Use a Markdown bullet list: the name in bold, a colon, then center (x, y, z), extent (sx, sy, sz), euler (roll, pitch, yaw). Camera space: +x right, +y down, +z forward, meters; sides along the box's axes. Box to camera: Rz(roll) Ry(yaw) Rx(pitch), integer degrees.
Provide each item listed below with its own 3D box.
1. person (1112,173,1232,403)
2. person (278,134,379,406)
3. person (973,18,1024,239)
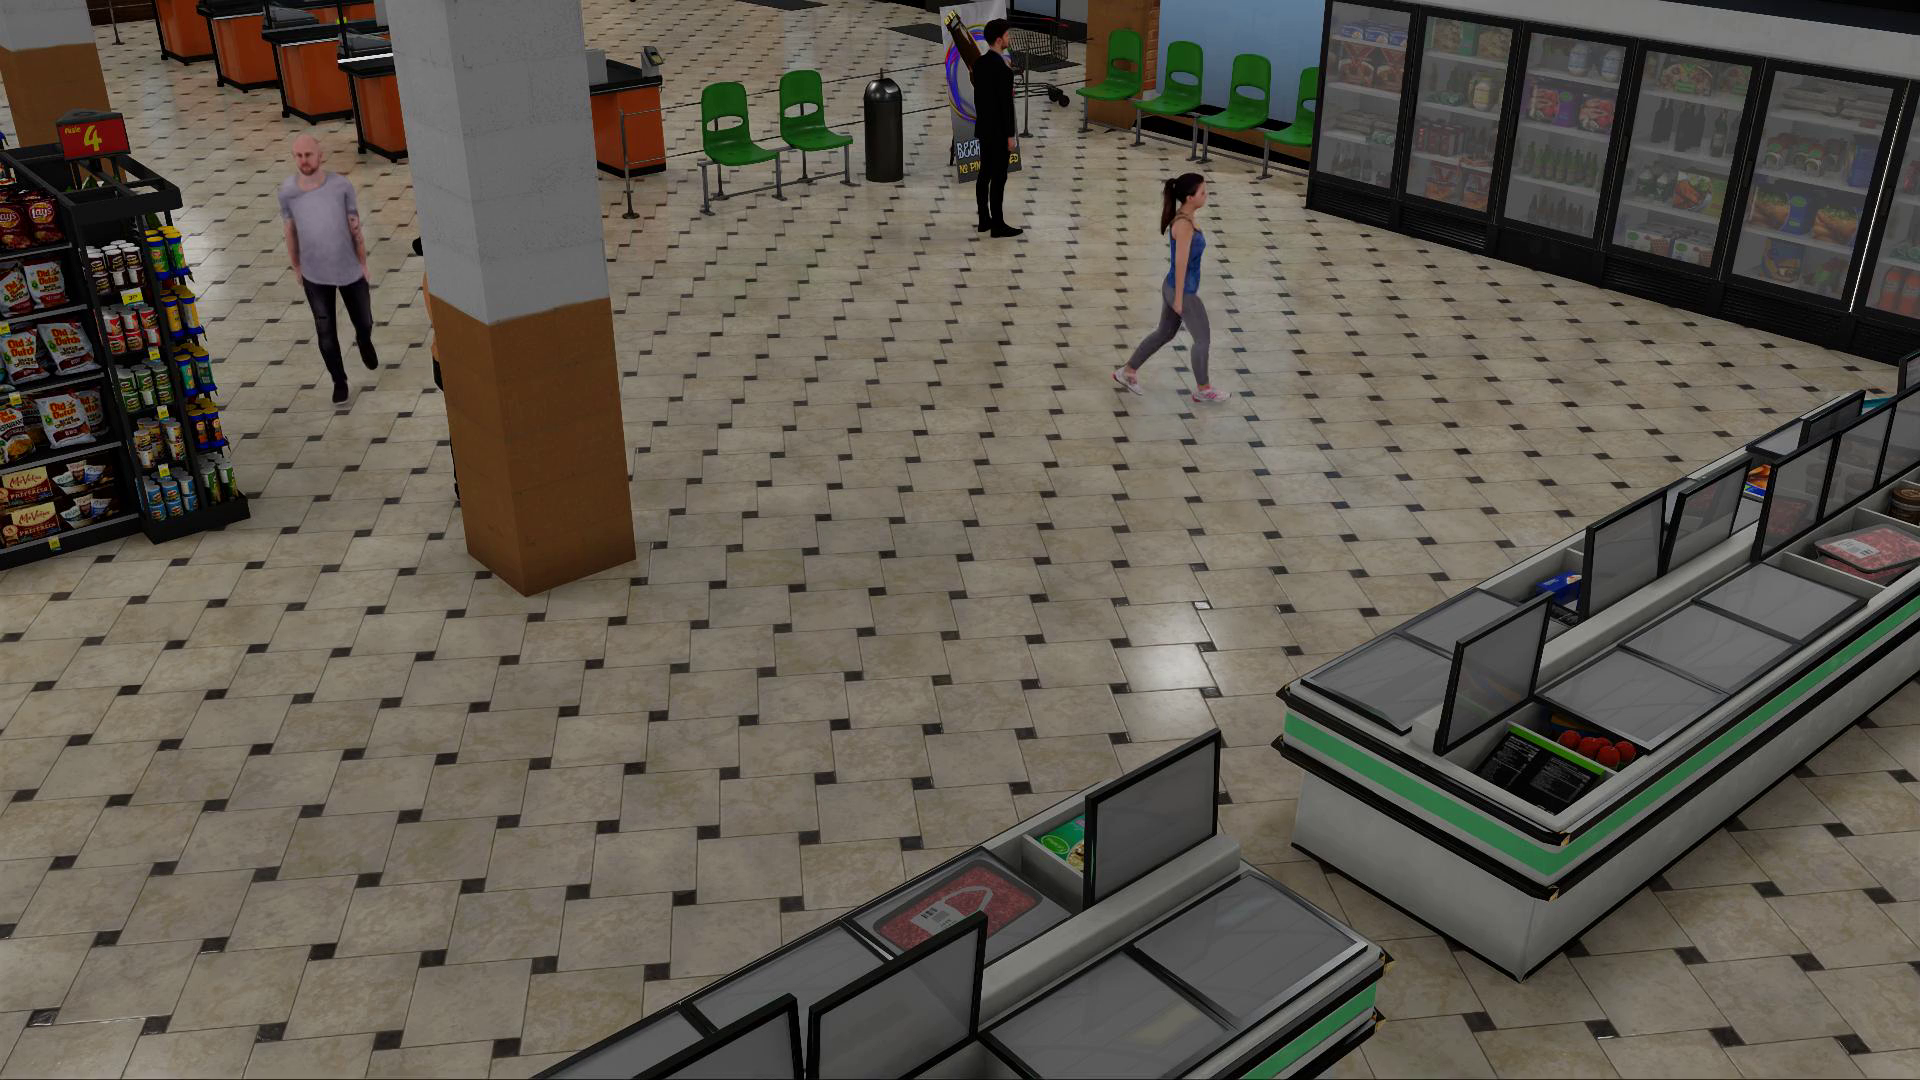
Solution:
- **person**: center (1.417, -1.665, 11.190), extent (1.087, 1.579, 0.998), euler (0, 27, 1)
- **person**: center (-4.261, -1.865, 11.316), extent (0.973, 1.821, 0.947), euler (-6, 28, -12)
- **person**: center (0.305, -3.654, 14.764), extent (0.660, 1.894, 0.724), euler (-15, 30, -27)
